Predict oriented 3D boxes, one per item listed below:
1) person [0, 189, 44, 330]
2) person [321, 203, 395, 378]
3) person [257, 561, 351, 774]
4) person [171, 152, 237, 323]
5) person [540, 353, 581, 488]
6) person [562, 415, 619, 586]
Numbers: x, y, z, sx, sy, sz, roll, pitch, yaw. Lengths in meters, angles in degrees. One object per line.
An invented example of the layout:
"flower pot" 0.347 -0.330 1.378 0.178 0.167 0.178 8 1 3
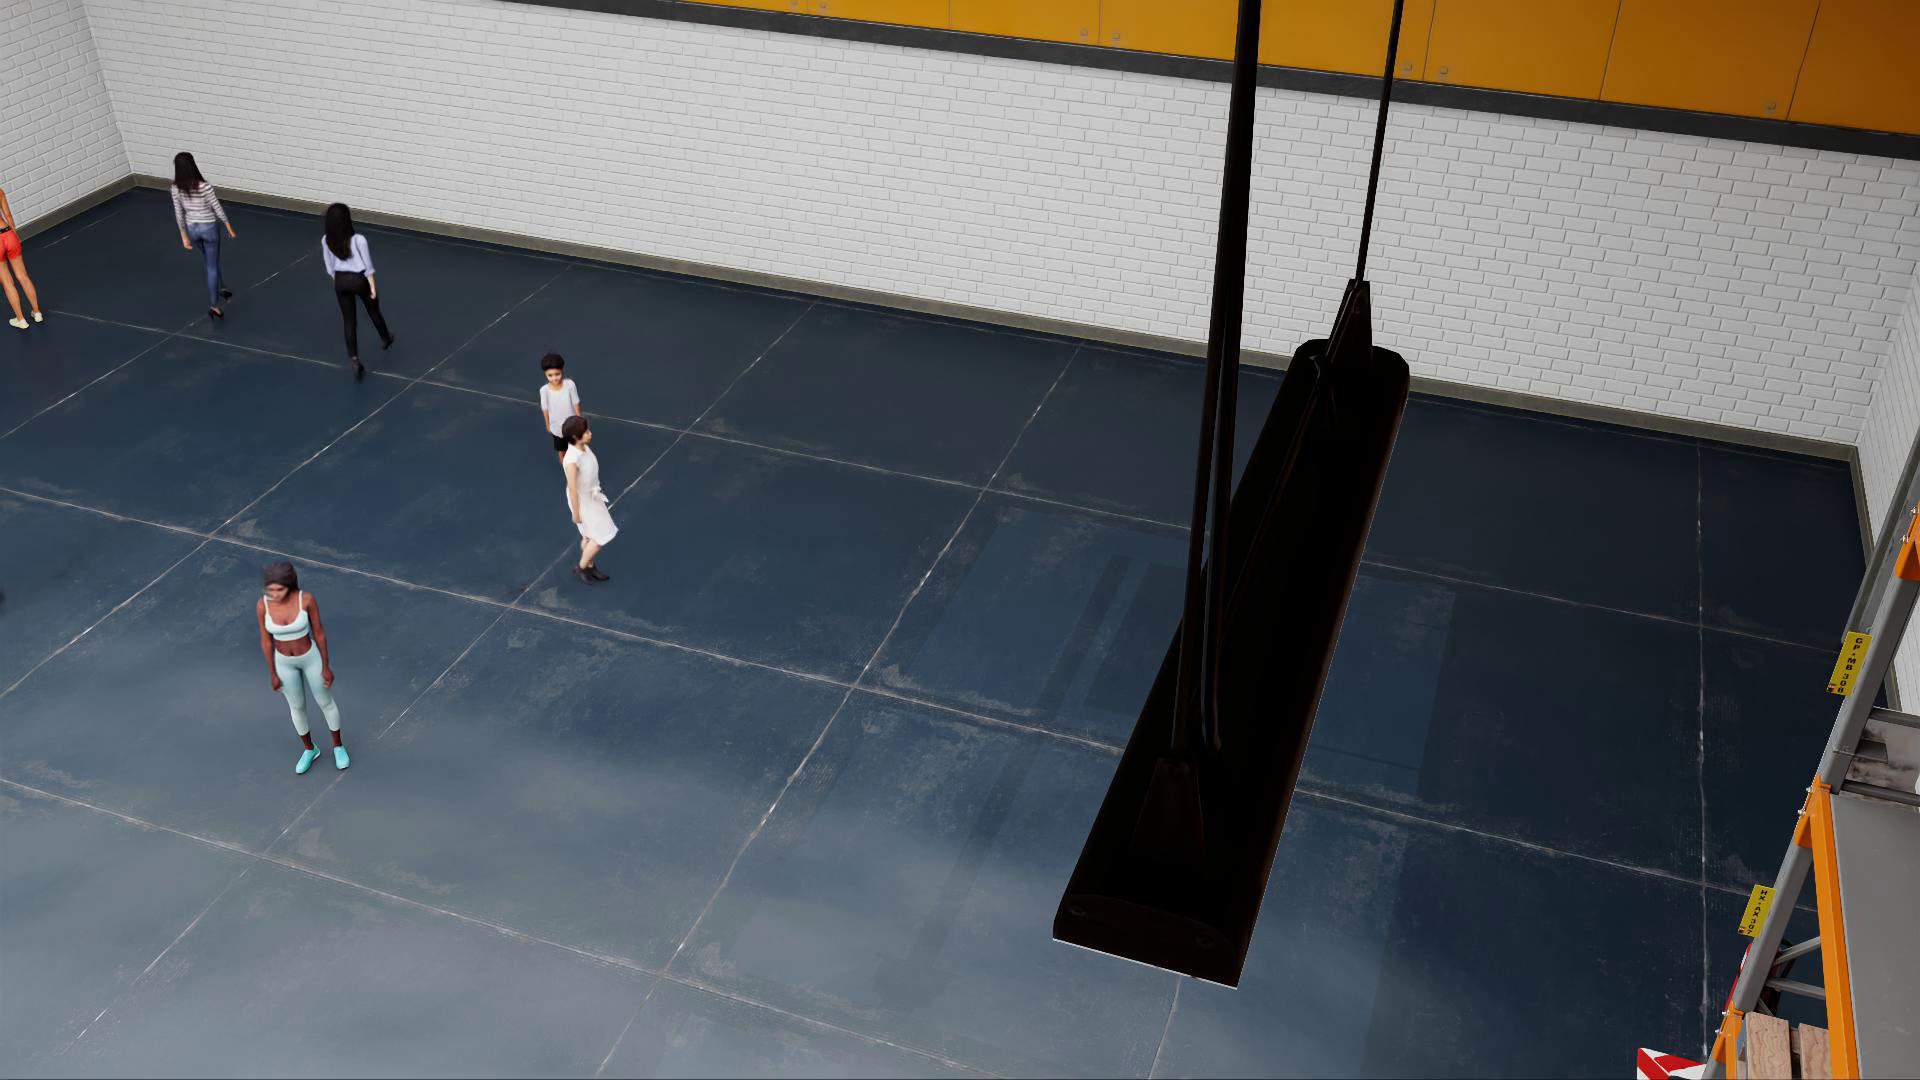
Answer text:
"person" -9.890 -3.048 17.145 0.693 1.791 0.581 24 40 31
"person" -5.967 -2.420 16.279 0.896 1.703 1.139 0 34 0
"person" -4.492 0.848 11.343 0.651 1.725 0.679 -6 34 -9
"person" -7.860 -3.099 17.244 0.754 1.766 0.966 2 34 4
"person" -3.515 -1.101 14.706 0.732 1.247 0.814 -11 35 -17
"person" -3.055 -0.297 13.231 0.734 1.540 0.682 -3 34 -5
